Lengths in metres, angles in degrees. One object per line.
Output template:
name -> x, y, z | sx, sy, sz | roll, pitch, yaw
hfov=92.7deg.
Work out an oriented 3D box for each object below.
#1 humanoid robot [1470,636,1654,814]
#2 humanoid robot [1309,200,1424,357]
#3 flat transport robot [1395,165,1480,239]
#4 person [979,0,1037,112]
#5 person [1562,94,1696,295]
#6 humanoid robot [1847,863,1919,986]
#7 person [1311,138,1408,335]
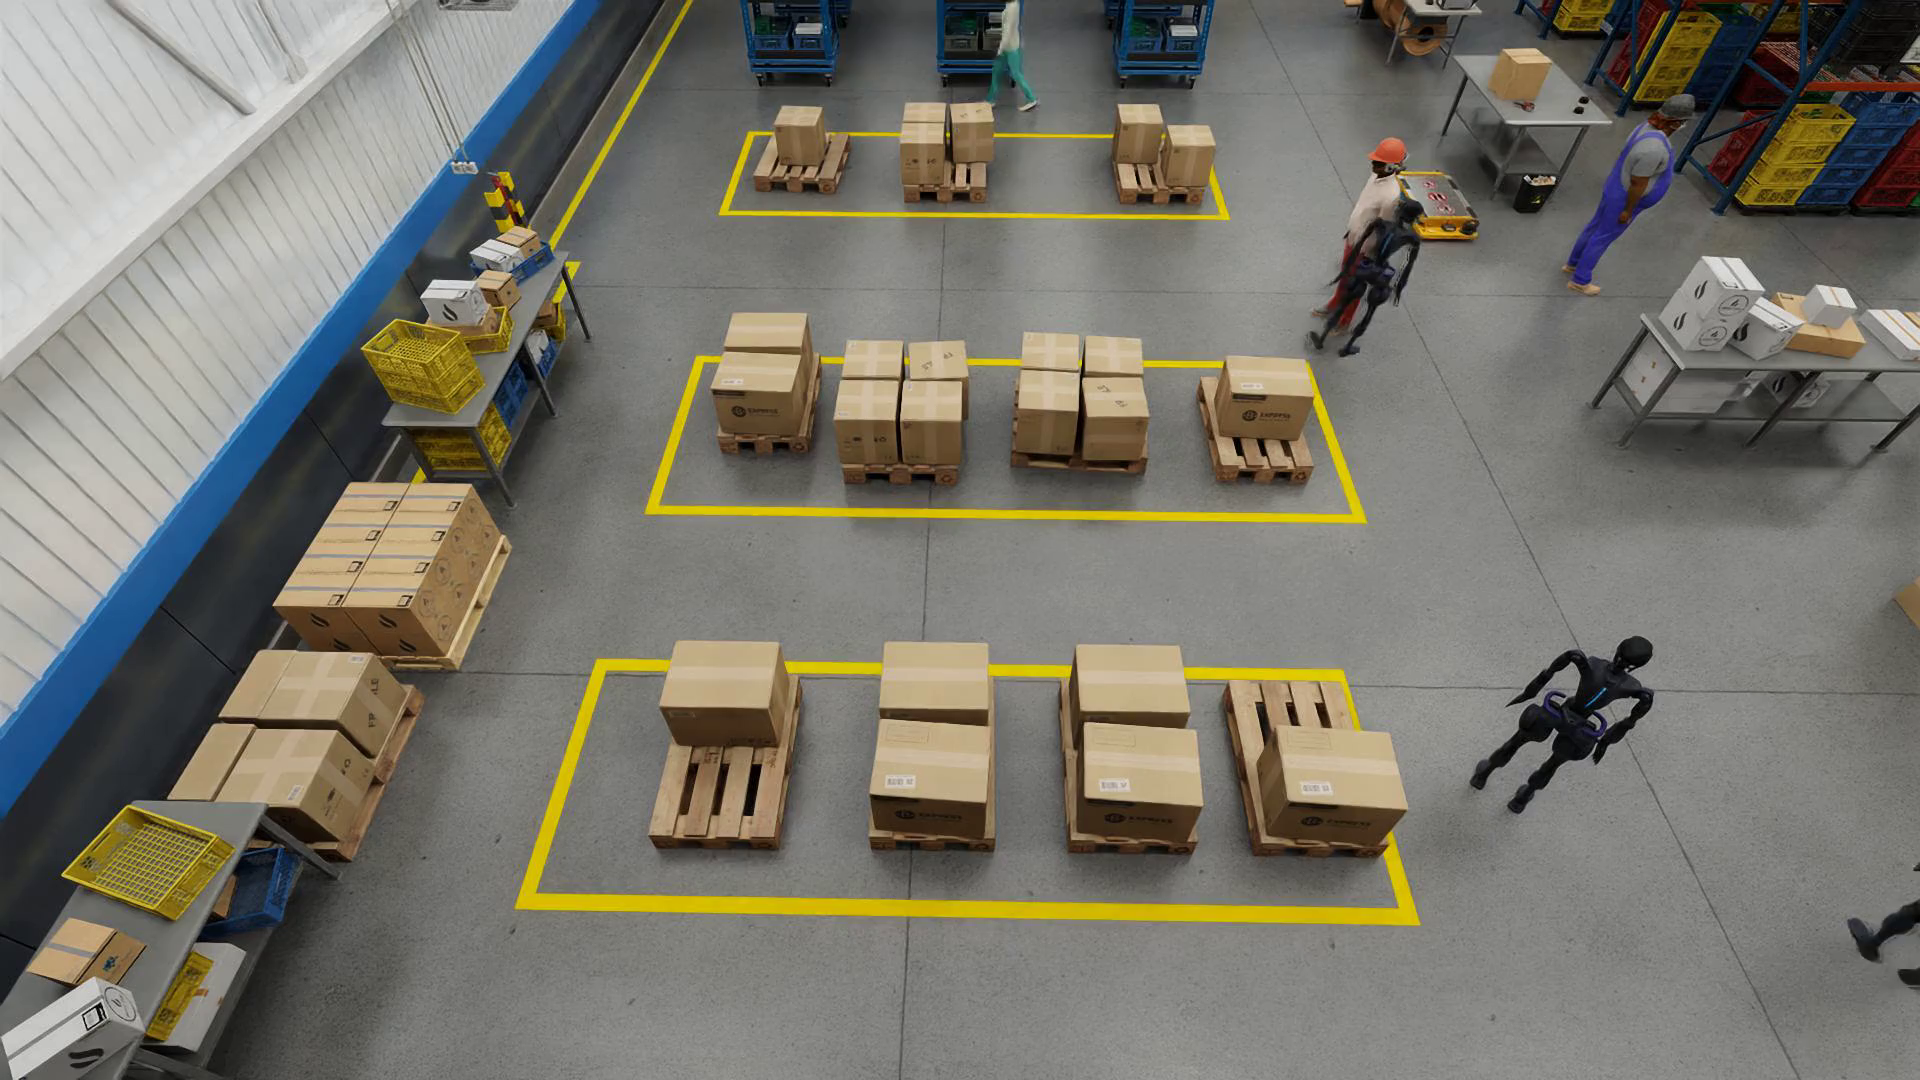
humanoid robot -> 3.711, 1.121, 5.630 | 0.578, 1.650, 0.339 | 33, 57, 25
humanoid robot -> 3.916, -2.498, 8.775 | 0.684, 1.620, 0.388 | 30, 56, 24
flat transport robot -> 5.692, -4.094, 11.059 | 0.652, 0.197, 1.431 | 1, 49, 1
person -> 0.667, -6.665, 12.340 | 0.878, 1.712, 0.526 | -3, 49, -2
person -> 6.903, -3.548, 9.434 | 0.537, 2.000, 0.677 | 13, 50, 11
humanoid robot -> 5.628, 1.952, 4.924 | 0.642, 1.643, 0.342 | 37, 58, 27
person -> 3.898, -2.920, 8.920 | 0.394, 1.991, 0.621 | 2, 49, 2
